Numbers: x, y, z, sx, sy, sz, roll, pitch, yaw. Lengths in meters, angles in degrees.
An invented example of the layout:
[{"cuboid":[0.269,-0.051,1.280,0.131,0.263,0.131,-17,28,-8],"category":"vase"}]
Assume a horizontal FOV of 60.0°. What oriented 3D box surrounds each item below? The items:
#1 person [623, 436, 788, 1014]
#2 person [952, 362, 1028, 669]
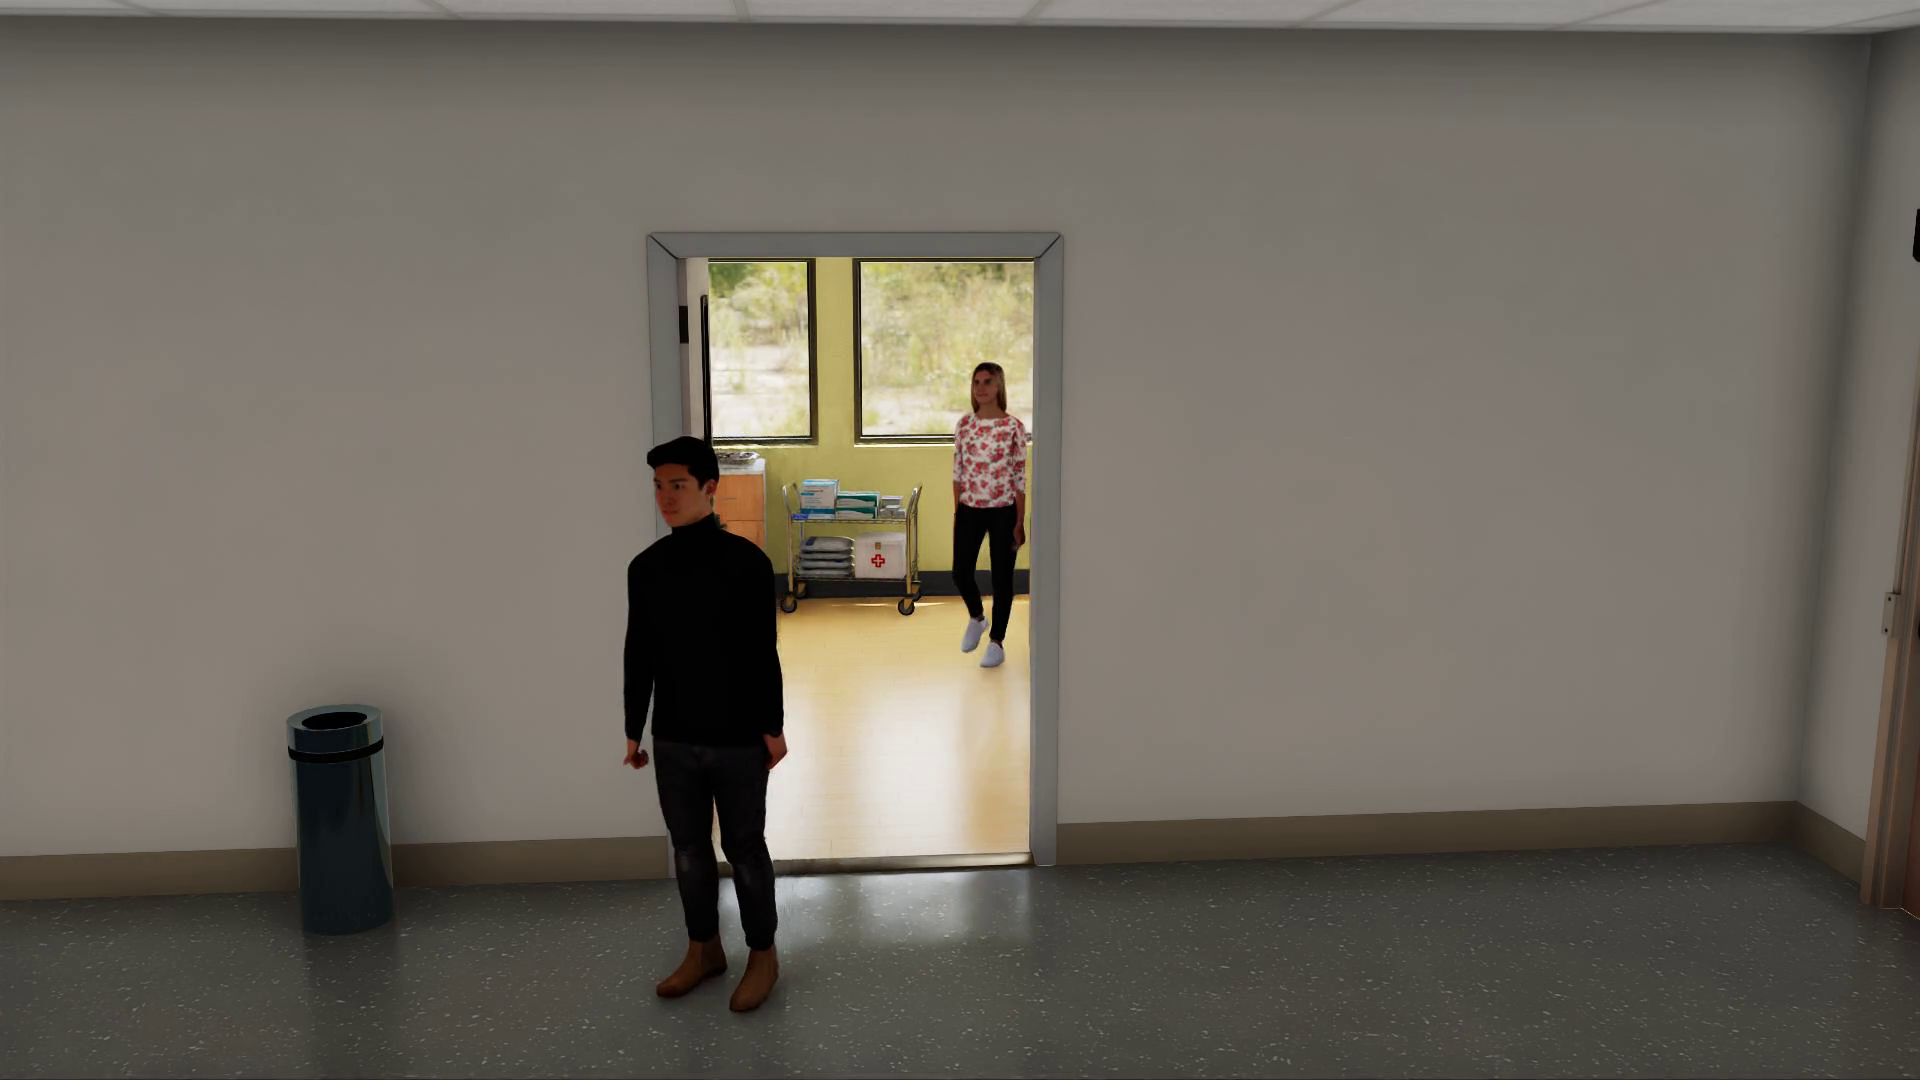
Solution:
[{"cuboid":[-0.753,0.538,5.048,0.659,1.721,0.804,4,11,20],"category":"person"},{"cuboid":[0.188,-0.144,8.907,0.675,1.622,0.733,3,11,16],"category":"person"}]
